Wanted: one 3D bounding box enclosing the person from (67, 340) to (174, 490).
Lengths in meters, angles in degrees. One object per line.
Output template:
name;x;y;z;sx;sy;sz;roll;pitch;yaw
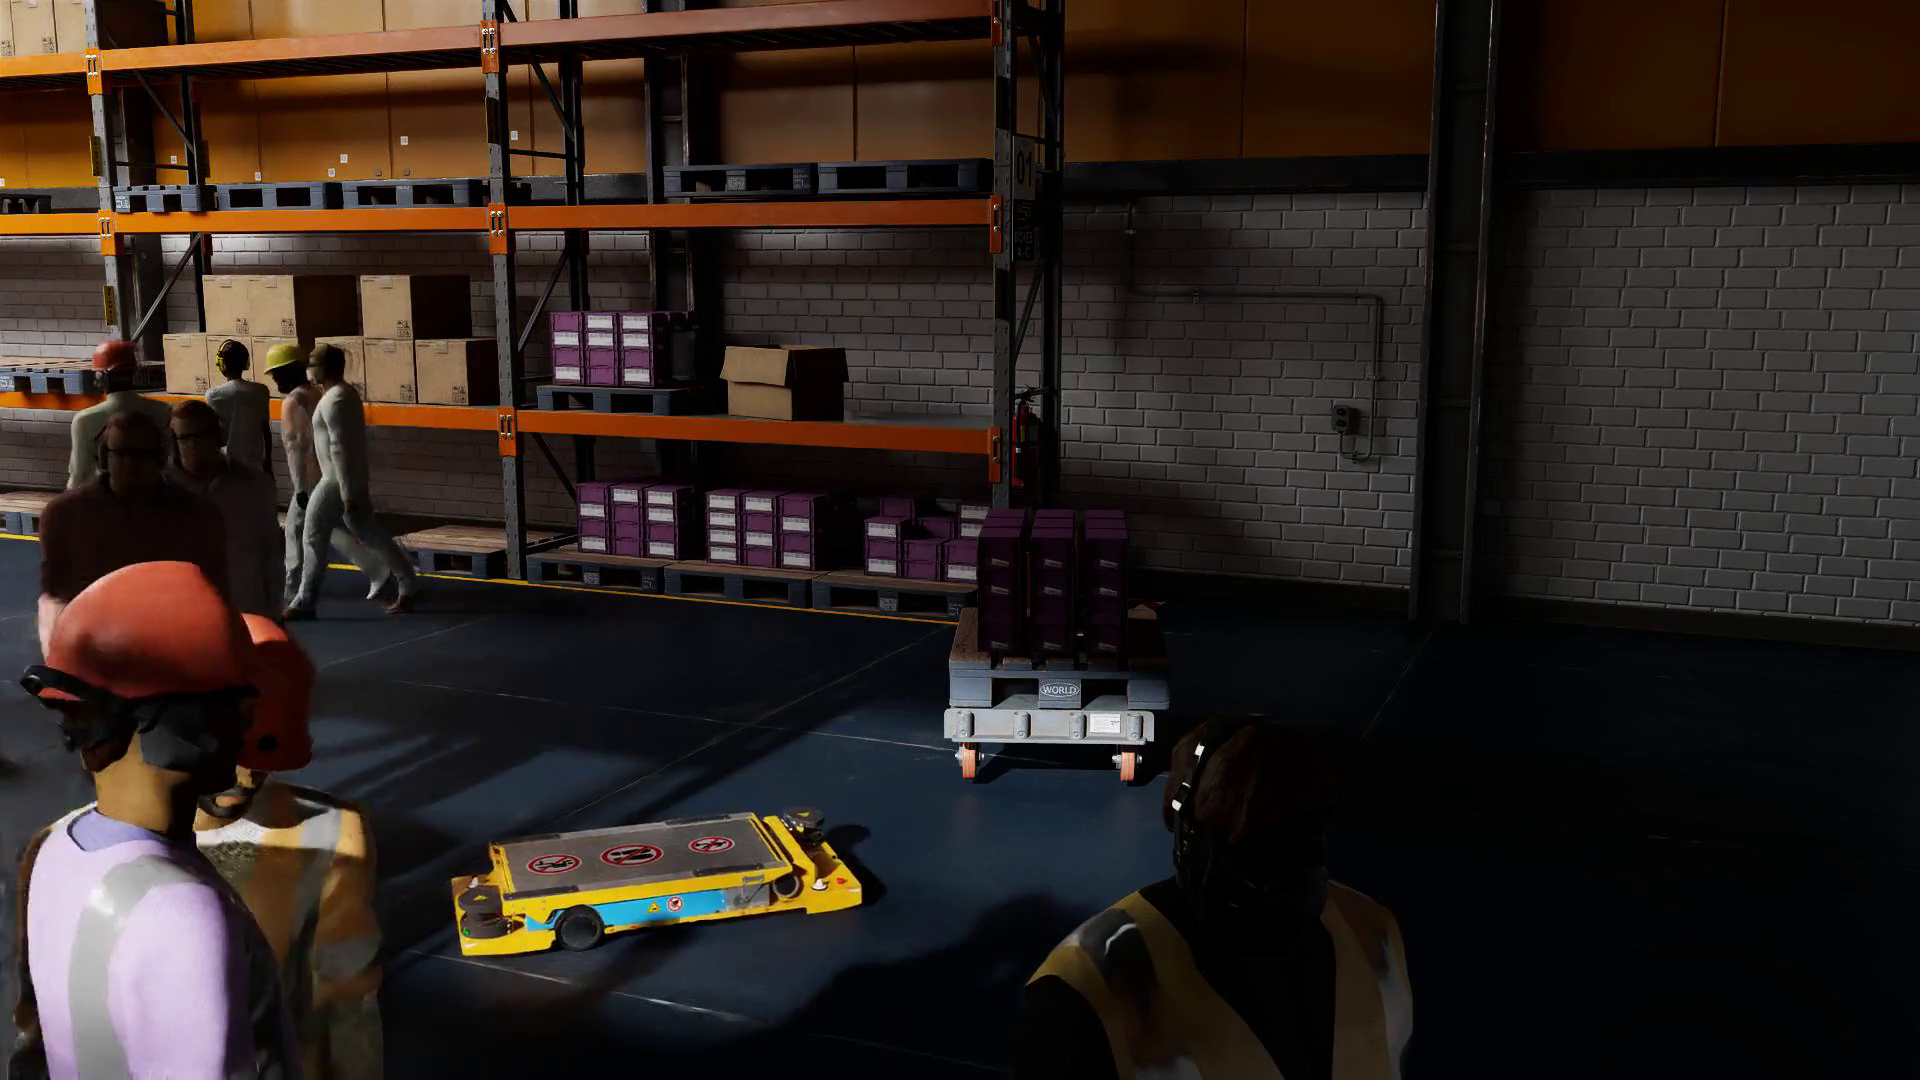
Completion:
person;-4.868;-0.168;9.669;0.704;1.970;0.654;7;12;35

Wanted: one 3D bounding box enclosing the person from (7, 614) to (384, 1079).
person;-1.287;1.035;2.804;0.634;1.867;0.910;-4;10;-24

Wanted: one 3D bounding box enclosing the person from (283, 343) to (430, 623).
person;-4.144;-0.388;11.266;1.022;1.895;0.634;-1;10;-7

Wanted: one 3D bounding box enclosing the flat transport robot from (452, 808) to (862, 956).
flat transport robot;-1.144;1.257;6.232;1.431;0.197;0.652;-3;10;-19

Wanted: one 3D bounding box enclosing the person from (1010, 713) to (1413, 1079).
person;0.377;1.134;2.278;0.629;1.843;0.429;-6;11;-30

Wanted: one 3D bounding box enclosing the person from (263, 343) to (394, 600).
person;-4.533;-0.470;11.835;0.921;1.876;0.637;-1;10;-8

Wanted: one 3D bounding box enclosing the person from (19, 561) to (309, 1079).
person;-1.102;1.037;2.346;0.805;2.019;0.657;-7;12;-34

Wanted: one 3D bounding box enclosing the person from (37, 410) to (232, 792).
person;-3.075;0.445;6.262;0.656;1.889;0.716;-3;10;-19

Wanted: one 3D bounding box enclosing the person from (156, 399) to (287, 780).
person;-3.268;0.306;7.222;0.660;1.863;0.960;-6;11;-32

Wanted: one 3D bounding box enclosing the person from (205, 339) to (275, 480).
person;-5.223;-0.515;12.071;0.328;1.872;0.513;6;11;32
